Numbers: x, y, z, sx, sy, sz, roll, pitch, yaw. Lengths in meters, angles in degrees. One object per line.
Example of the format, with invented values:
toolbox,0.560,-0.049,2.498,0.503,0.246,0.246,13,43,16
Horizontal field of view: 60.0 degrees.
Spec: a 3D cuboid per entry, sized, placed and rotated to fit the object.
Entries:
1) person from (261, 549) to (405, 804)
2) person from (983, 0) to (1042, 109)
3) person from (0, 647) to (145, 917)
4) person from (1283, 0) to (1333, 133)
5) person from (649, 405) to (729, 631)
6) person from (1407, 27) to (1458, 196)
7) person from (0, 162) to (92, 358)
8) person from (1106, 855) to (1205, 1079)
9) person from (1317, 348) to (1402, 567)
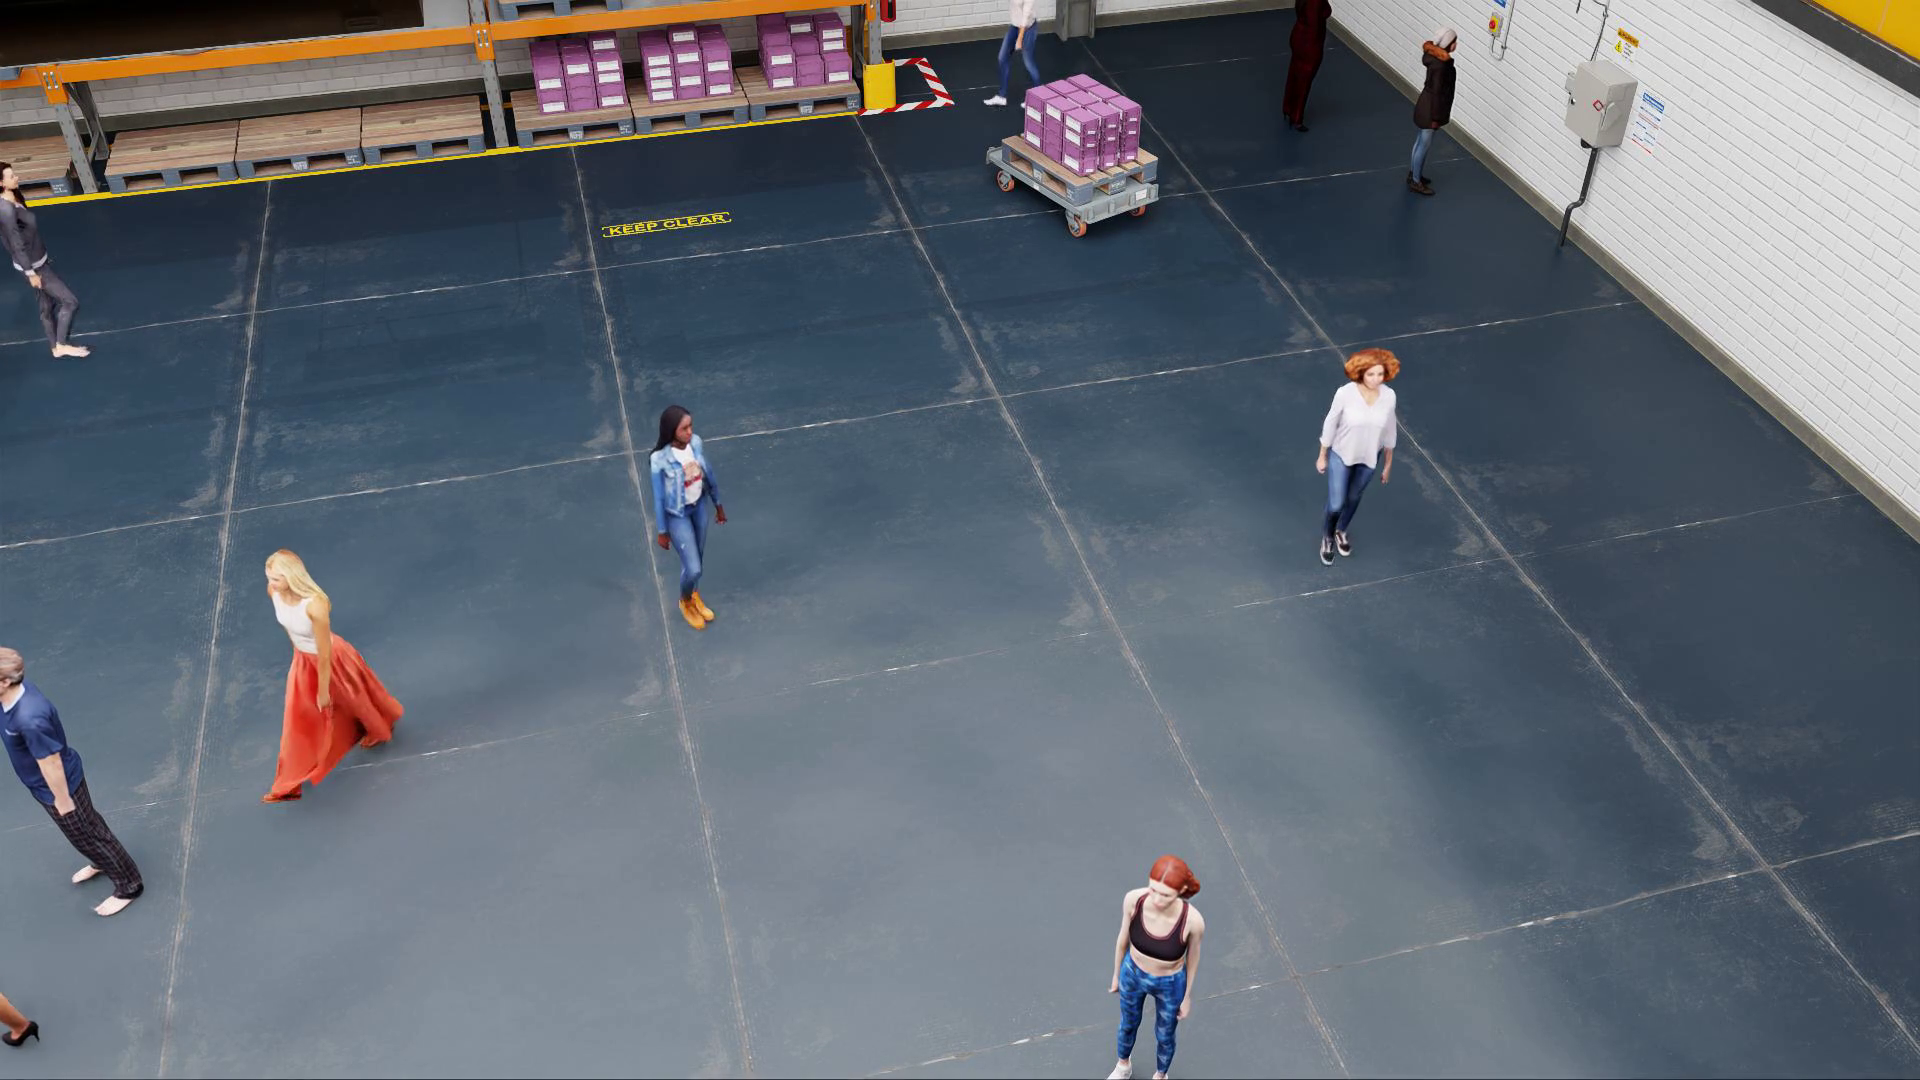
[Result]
person,-3.703,0.701,9.915,1.209,1.749,1.288,22,44,25
person,0.747,-5.369,17.554,0.884,1.700,0.676,-15,41,-18
person,-4.938,1.288,9.084,0.723,1.868,0.733,-31,48,-33
person,3.571,-5.123,17.200,0.660,1.757,0.704,-3,39,-3
person,-1.882,-0.180,11.053,0.800,1.705,0.720,25,45,28
person,4.566,-4.176,16.114,0.742,1.633,0.725,7,39,9
person,-7.652,-2.237,13.581,0.677,1.763,0.689,-18,42,-21
person,0.937,2.158,8.061,0.680,1.785,0.747,15,41,18
person,2.748,-0.657,11.652,0.646,1.703,0.780,-2,39,-2
